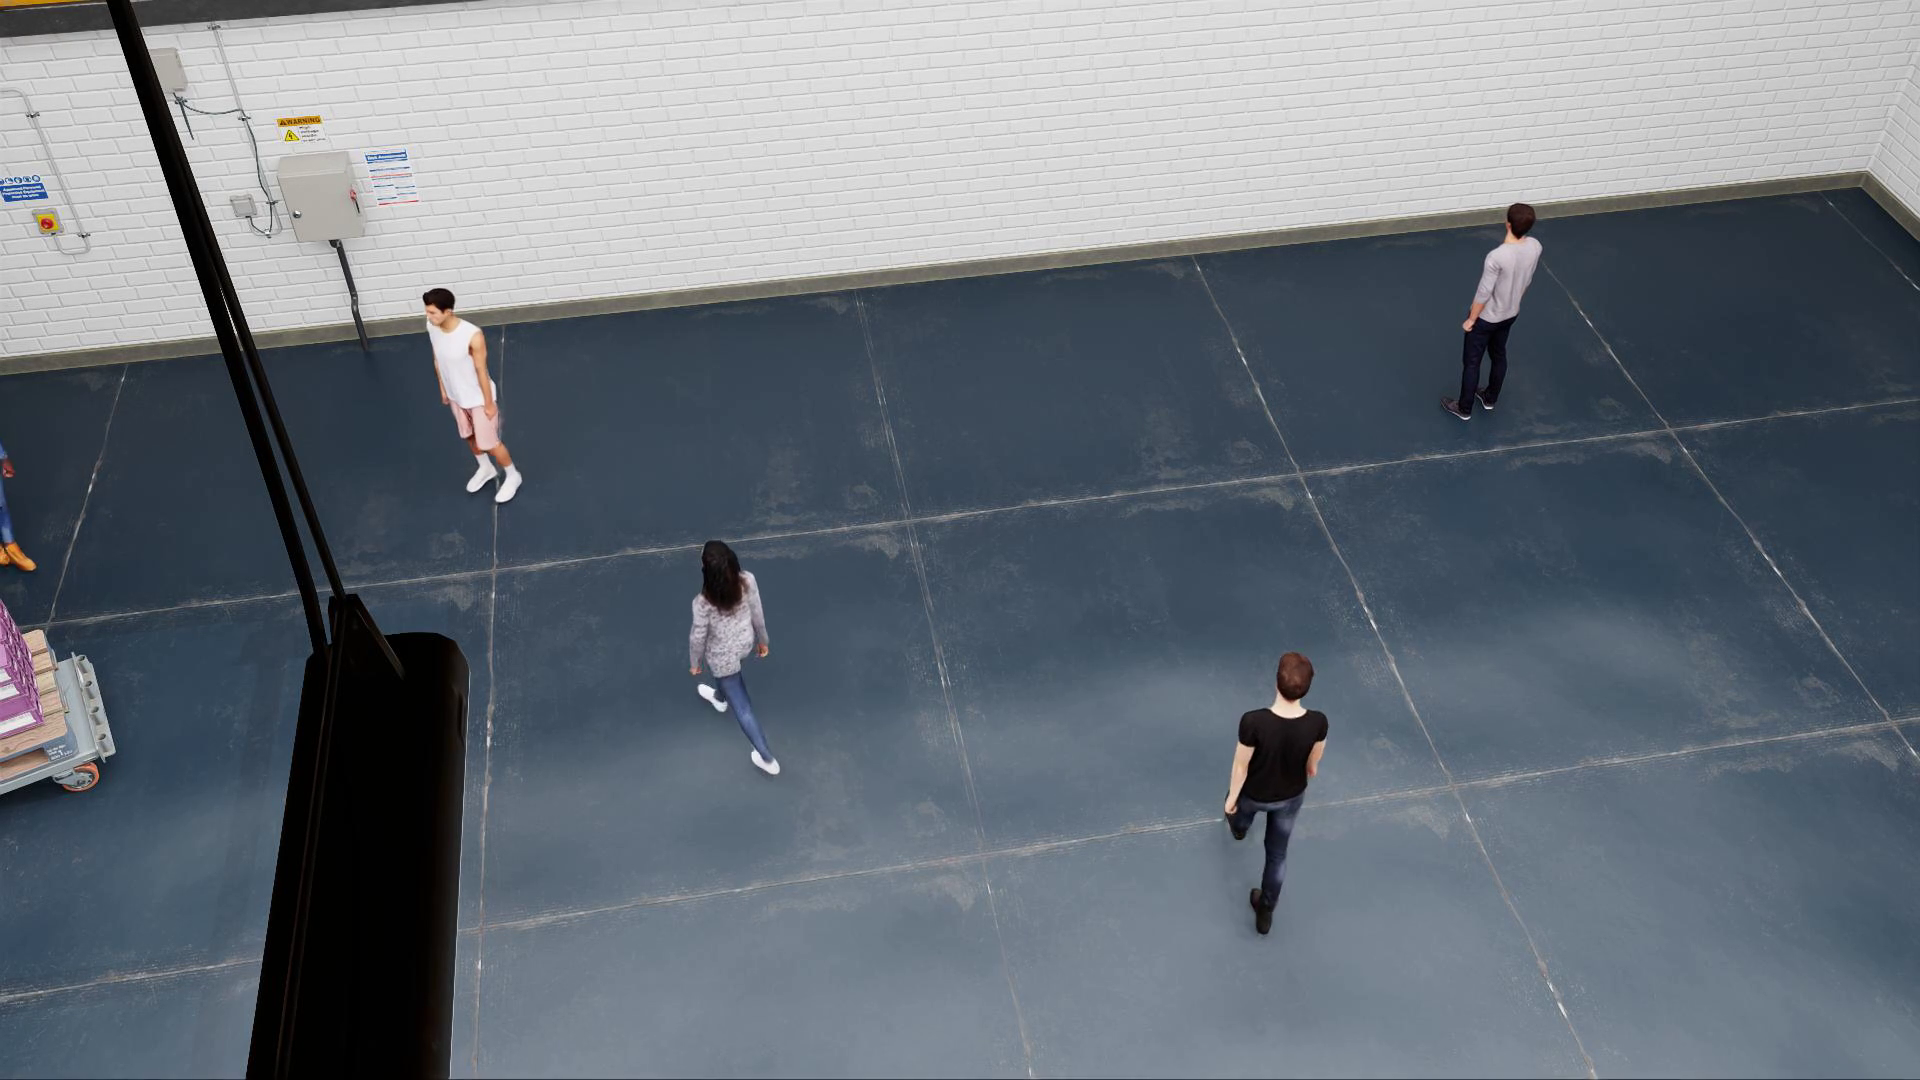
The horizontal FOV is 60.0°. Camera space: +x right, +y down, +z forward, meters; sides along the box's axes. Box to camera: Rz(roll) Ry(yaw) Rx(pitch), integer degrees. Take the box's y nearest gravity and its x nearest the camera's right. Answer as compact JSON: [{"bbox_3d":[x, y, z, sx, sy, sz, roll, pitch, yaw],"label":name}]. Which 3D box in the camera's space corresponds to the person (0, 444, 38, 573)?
[{"bbox_3d":[-6.759,-0.476,11.275,0.838,1.704,0.770,20,47,19],"label":"person"}]

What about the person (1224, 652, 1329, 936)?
[{"bbox_3d":[1.733,1.449,9.148,0.850,1.850,1.233,0,44,0],"label":"person"}]

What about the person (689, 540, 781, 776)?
[{"bbox_3d":[-1.342,0.734,10.019,1.044,1.683,1.237,-32,52,-29],"label":"person"}]

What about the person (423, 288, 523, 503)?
[{"bbox_3d":[-3.469,-1.060,11.835,0.748,1.776,0.794,20,47,20],"label":"person"}]

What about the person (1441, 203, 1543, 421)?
[{"bbox_3d":[4.016,-1.715,12.474,0.723,1.843,0.645,-20,47,-20],"label":"person"}]
